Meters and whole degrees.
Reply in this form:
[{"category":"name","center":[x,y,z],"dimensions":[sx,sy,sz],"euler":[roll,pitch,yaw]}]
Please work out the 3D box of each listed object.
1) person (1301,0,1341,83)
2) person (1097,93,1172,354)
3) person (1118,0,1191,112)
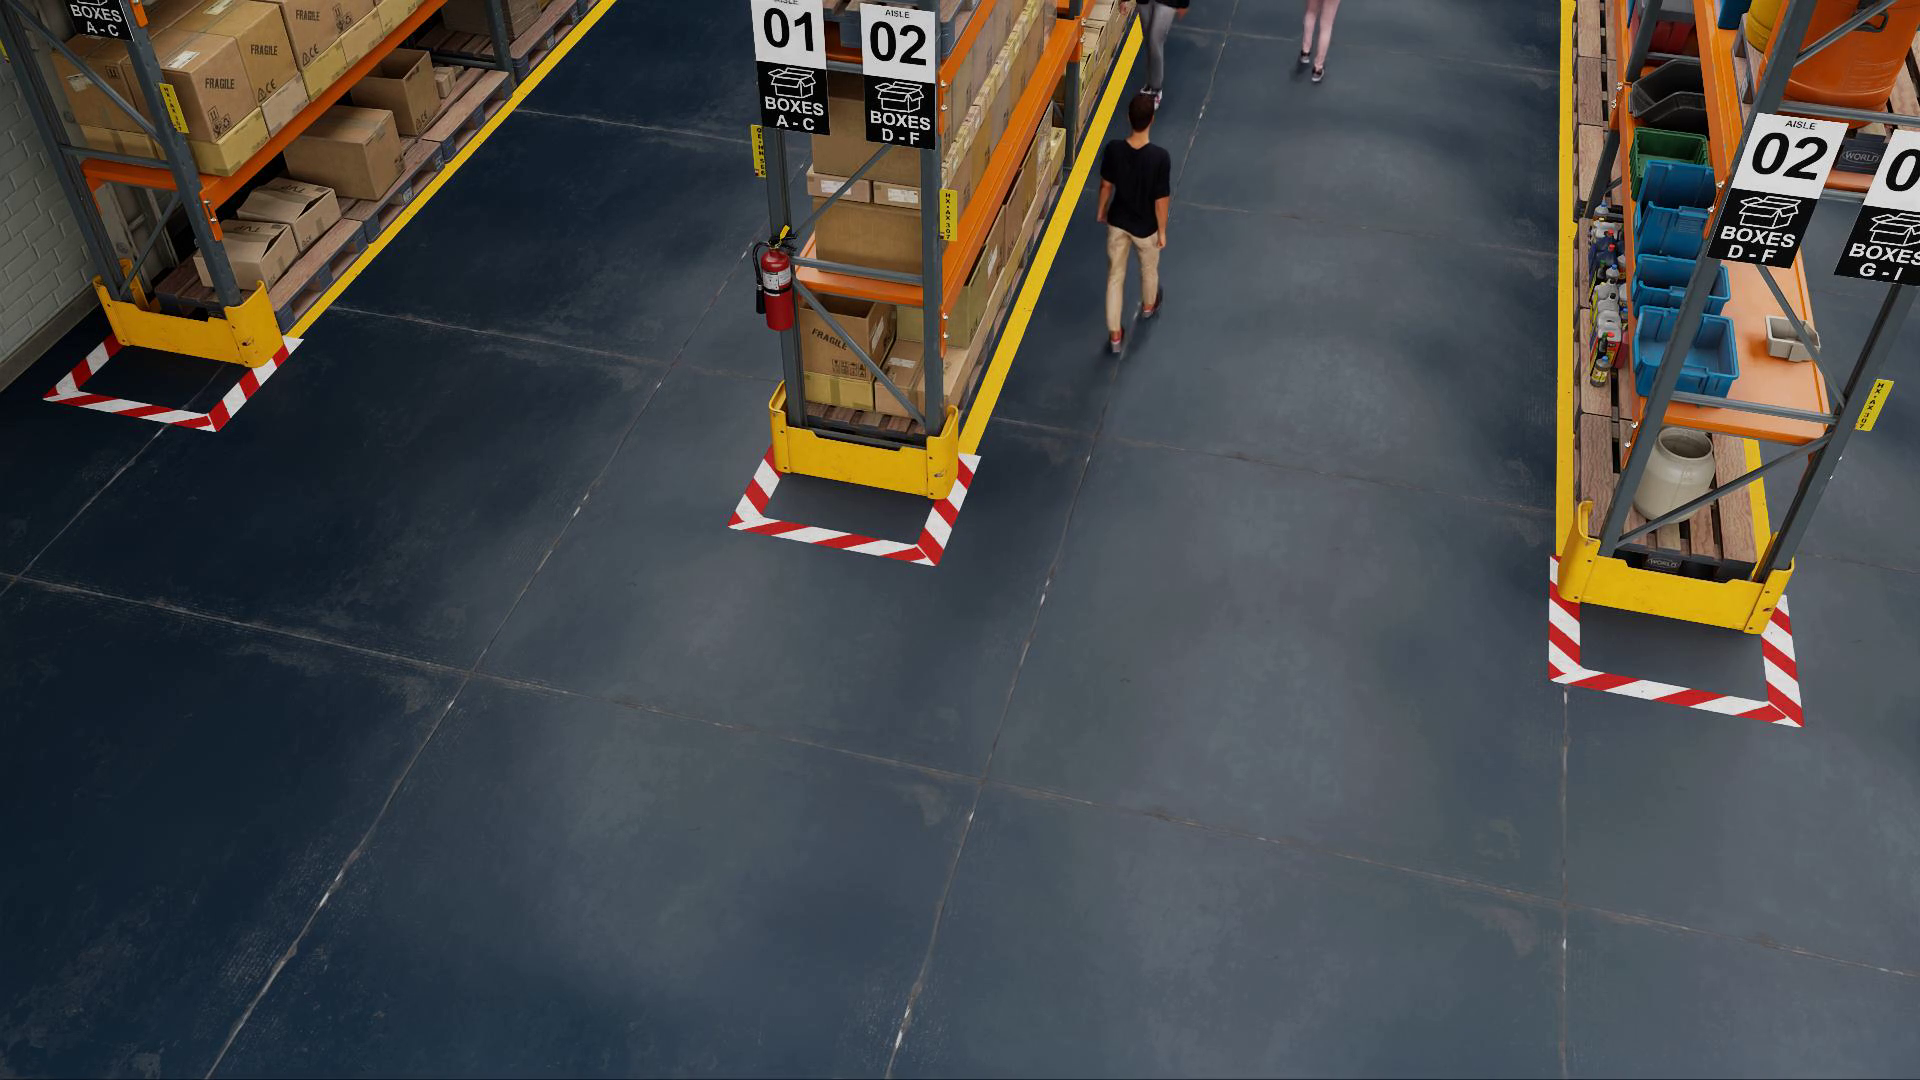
[{"category":"person","center":[3.096,-4.670,14.124],"dimensions":[0.540,1.529,0.785],"euler":[9,44,9]},{"category":"person","center":[1.132,-2.059,11.107],"dimensions":[0.706,1.830,0.965],"euler":[14,45,14]},{"category":"person","center":[1.673,-4.552,13.701],"dimensions":[0.827,1.933,0.888],"euler":[25,48,24]}]
